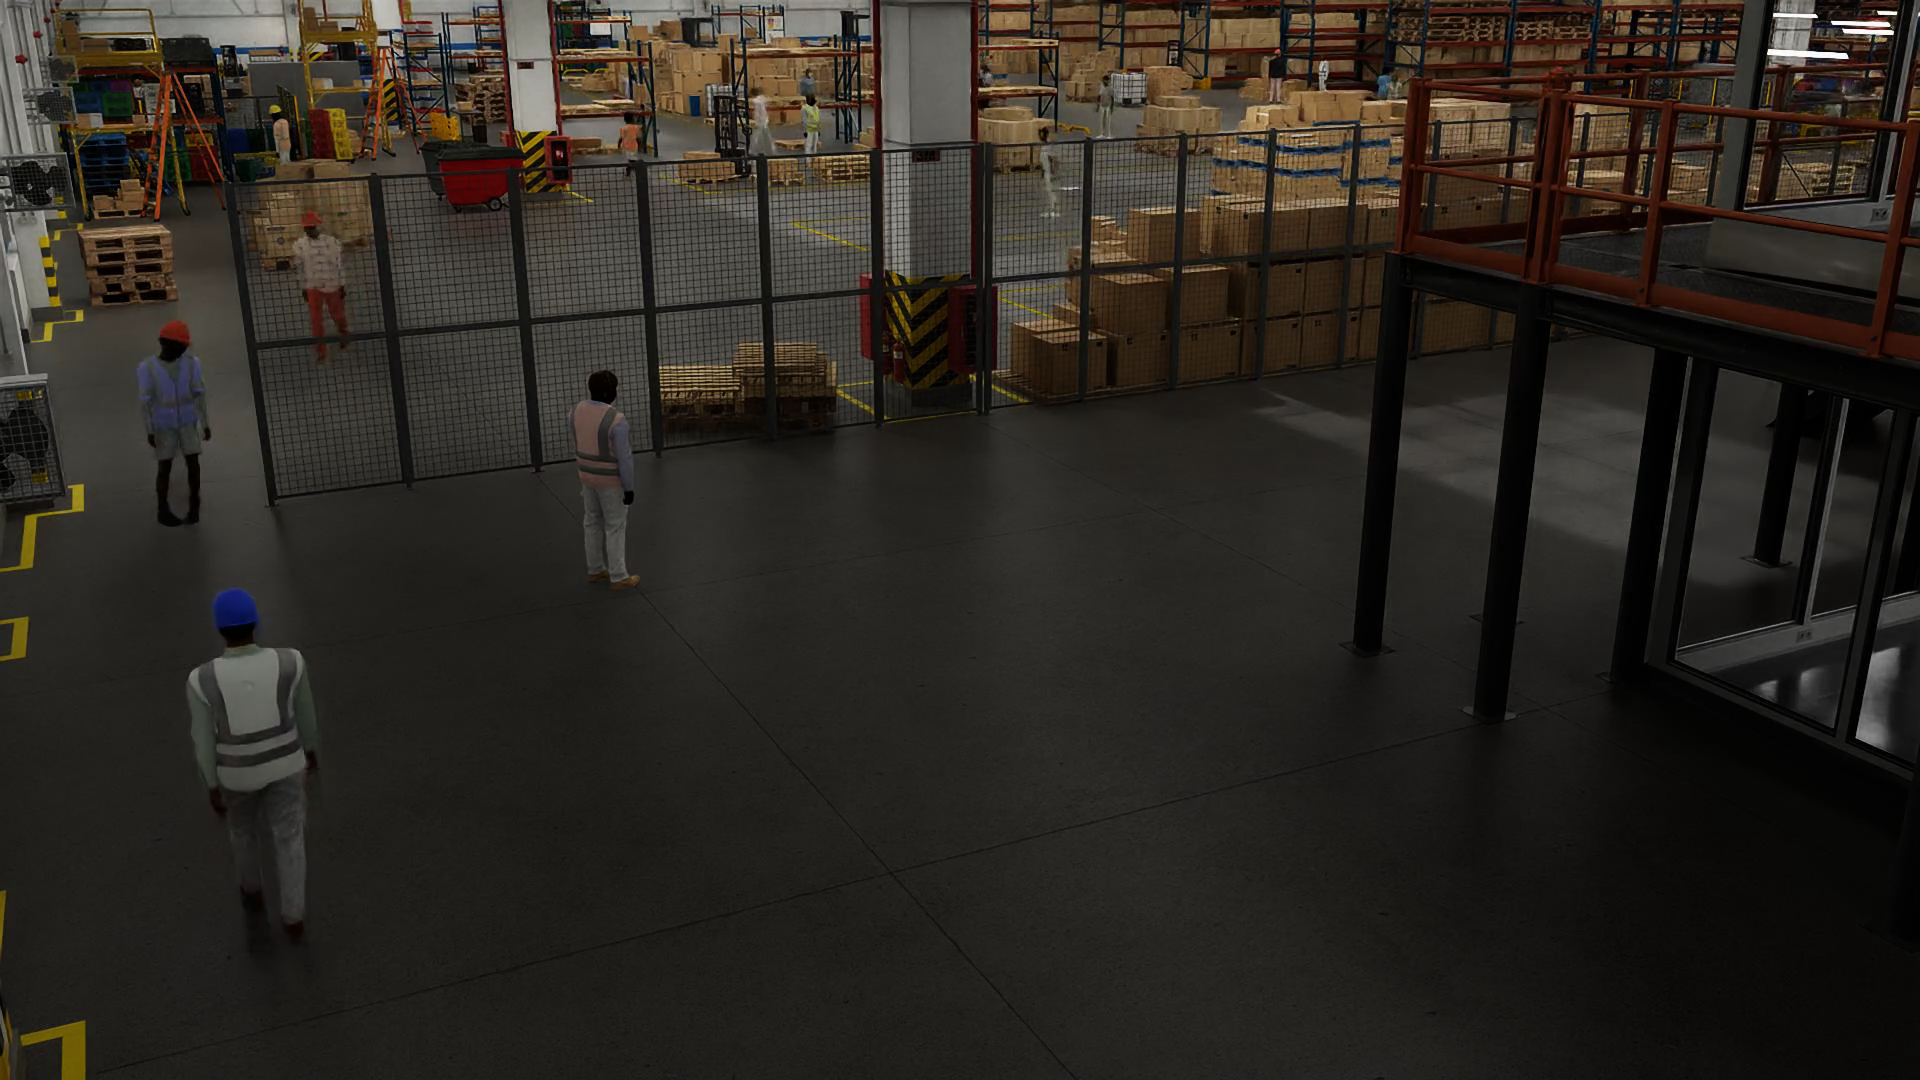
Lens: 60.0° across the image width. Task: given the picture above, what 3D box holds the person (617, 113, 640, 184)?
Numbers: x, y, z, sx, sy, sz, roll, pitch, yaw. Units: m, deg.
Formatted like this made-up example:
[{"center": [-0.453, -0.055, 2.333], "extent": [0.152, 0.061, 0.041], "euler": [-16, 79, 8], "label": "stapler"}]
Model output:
[{"center": [-7.843, -9.296, 39.484], "extent": [0.876, 1.649, 0.538], "euler": [13, 23, 34], "label": "person"}]

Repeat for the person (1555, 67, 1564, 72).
[{"center": [18.891, -14.024, 52.787], "extent": [0.471, 1.908, 0.651], "euler": [11, 22, 29], "label": "person"}]

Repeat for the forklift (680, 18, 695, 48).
[{"center": [-11.773, -21.184, 72.079], "extent": [1.873, 2.768, 1.129], "euler": [-9, 21, -25], "label": "forklift"}]

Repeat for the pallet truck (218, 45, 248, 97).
[{"center": [-28.879, -18.665, 66.111], "extent": [0.823, 1.965, 1.885], "euler": [-3, 19, -9], "label": "pallet truck"}]

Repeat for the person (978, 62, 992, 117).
[{"center": [0.766, -14.567, 54.165], "extent": [0.540, 2.000, 0.694], "euler": [-6, 20, -18], "label": "person"}]

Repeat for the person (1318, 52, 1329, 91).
[{"center": [13.604, -17.306, 62.339], "extent": [0.337, 1.882, 0.583], "euler": [-5, 20, -13], "label": "person"}]

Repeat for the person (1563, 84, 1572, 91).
[{"center": [18.272, -13.201, 50.470], "extent": [0.604, 1.883, 0.964], "euler": [-9, 21, -25], "label": "person"}]

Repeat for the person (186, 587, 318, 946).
[{"center": [-3.709, 1.146, 8.800], "extent": [0.605, 1.911, 0.867], "euler": [-9, 21, -25], "label": "person"}]

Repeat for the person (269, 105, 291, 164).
[{"center": [-15.639, -9.046, 38.340], "extent": [0.375, 1.924, 0.597], "euler": [1, 19, 2], "label": "person"}]

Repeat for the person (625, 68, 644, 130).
[{"center": [-10.260, -13.942, 52.600], "extent": [0.607, 1.873, 1.015], "euler": [-8, 21, -22], "label": "person"}]

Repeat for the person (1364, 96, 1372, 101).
[{"center": [10.167, -10.040, 41.273], "extent": [0.478, 1.886, 0.618], "euler": [-16, 24, -38], "label": "person"}]

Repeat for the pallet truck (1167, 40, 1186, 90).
[{"center": [9.045, -19.971, 69.895], "extent": [0.823, 1.965, 1.885], "euler": [-3, 19, -8], "label": "pallet truck"}]

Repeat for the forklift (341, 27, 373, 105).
[{"center": [-22.275, -17.346, 60.954], "extent": [1.873, 2.768, 1.129], "euler": [-9, 21, -25], "label": "forklift"}]

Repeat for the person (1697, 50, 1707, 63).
[{"center": [30.863, -19.530, 69.181], "extent": [0.515, 1.611, 0.532], "euler": [-7, 20, -20], "label": "person"}]

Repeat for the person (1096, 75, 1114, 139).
[{"center": [4.349, -12.965, 49.807], "extent": [0.565, 1.856, 0.327], "euler": [15, 24, 37], "label": "person"}]

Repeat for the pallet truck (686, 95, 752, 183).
[{"center": [-5.836, -9.608, 39.856], "extent": [0.823, 1.965, 1.885], "euler": [10, 22, 27], "label": "pallet truck"}]

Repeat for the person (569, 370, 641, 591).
[{"center": [-2.909, -0.494, 13.693], "extent": [0.622, 1.835, 0.431], "euler": [13, 23, 33], "label": "person"}]

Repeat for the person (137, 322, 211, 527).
[{"center": [-7.191, -1.062, 15.260], "extent": [0.558, 1.897, 0.429], "euler": [-18, 26, -42], "label": "person"}]

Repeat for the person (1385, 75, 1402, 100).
[{"center": [14.022, -14.207, 53.780], "extent": [0.543, 1.589, 0.845], "euler": [2, 19, 5], "label": "person"}]

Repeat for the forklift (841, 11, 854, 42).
[{"center": [-5.633, -25.058, 83.308], "extent": [1.873, 2.768, 1.129], "euler": [-9, 21, -25], "label": "forklift"}]

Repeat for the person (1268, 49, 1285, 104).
[{"center": [11.858, -17.352, 62.306], "extent": [0.622, 1.993, 0.382], "euler": [5, 20, 15], "label": "person"}]

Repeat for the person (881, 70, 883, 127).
[{"center": [-2.342, -13.976, 52.606], "extent": [0.372, 1.940, 0.630], "euler": [-13, 23, -33], "label": "person"}]

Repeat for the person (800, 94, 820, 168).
[{"center": [-3.800, -10.494, 42.654], "extent": [0.429, 1.845, 0.633], "euler": [11, 22, 30], "label": "person"}]

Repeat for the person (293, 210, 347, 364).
[{"center": [-8.335, -3.343, 21.747], "extent": [0.610, 1.963, 0.856], "euler": [-3, 19, -9], "label": "person"}]

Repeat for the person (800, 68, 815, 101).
[{"center": [-4.745, -13.792, 52.076], "extent": [0.351, 1.936, 0.634], "euler": [13, 23, 33], "label": "person"}]

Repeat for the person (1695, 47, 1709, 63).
[{"center": [31.490, -20.072, 70.649], "extent": [0.548, 1.685, 0.428], "euler": [1, 19, 4], "label": "person"}]

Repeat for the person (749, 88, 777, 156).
[{"center": [-5.408, -11.150, 44.506], "extent": [1.041, 1.865, 0.711], "euler": [3, 19, 9], "label": "person"}]

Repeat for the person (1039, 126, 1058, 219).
[{"center": [1.819, -7.509, 34.033], "extent": [0.386, 1.825, 0.733], "euler": [-3, 19, -8], "label": "person"}]

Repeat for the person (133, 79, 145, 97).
[{"center": [-25.329, -13.408, 51.428], "extent": [0.524, 1.632, 0.321], "euler": [6, 20, 18], "label": "person"}]

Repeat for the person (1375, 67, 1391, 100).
[{"center": [14.460, -15.307, 56.873], "extent": [0.550, 1.673, 0.339], "euler": [-8, 20, -21], "label": "person"}]
